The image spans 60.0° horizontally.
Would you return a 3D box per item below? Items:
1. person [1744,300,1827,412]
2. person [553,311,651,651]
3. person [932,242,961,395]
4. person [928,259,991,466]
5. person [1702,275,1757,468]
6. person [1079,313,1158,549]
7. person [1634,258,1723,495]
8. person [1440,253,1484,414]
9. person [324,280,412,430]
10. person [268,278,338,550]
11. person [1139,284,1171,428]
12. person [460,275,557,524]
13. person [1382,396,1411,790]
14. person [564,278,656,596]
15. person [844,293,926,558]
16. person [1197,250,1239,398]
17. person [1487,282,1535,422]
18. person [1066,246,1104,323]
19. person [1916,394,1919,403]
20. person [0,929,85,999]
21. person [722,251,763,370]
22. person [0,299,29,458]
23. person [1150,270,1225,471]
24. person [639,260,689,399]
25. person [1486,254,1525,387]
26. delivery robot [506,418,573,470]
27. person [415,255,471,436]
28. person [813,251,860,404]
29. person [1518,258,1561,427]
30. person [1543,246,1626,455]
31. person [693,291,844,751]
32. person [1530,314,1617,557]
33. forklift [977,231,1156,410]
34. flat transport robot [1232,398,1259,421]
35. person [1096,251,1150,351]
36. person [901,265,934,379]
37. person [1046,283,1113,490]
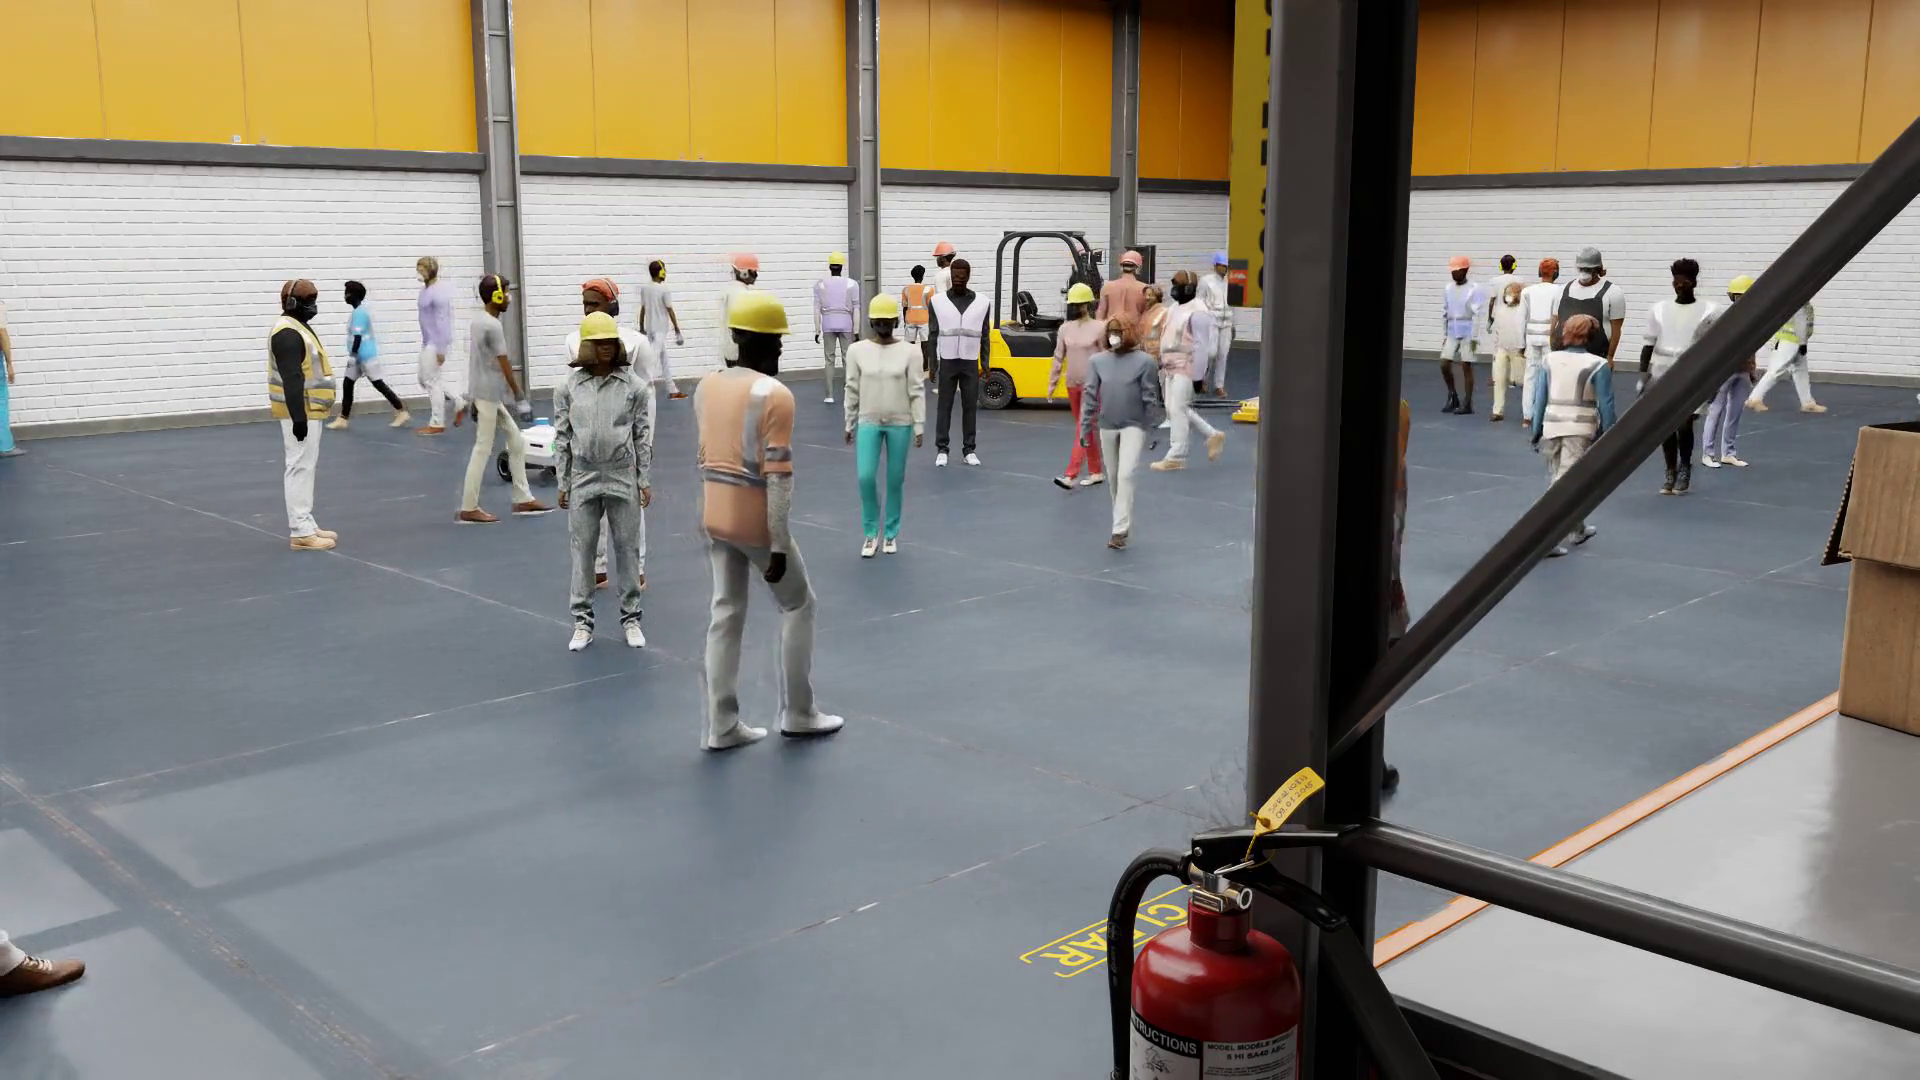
[{"bbox_3d":[9.999,-2.428,20.059,0.952,1.802,0.644,2,11,13],"label":"person"},{"bbox_3d":[-1.837,-0.299,8.579,0.493,1.746,0.282,-2,11,-12],"label":"person"},{"bbox_3d":[-0.195,-2.968,22.321,0.397,2.043,0.610,5,12,26],"label":"person"},{"bbox_3d":[-0.005,-1.646,15.458,0.590,1.916,0.389,-2,10,-8],"label":"person"},{"bbox_3d":[7.123,-1.541,15.297,0.533,1.767,0.327,-4,11,-20],"label":"person"},{"bbox_3d":[1.047,-0.730,11.320,0.516,1.602,0.754,6,12,29],"label":"person"},{"bbox_3d":[5.862,-1.325,13.611,0.616,1.944,0.505,9,13,39],"label":"person"},{"bbox_3d":[5.960,-2.442,19.807,0.477,1.914,0.580,-9,13,-39],"label":"person"},{"bbox_3d":[-6.535,-2.037,18.326,0.900,1.648,0.524,-5,12,-27],"label":"person"},{"bbox_3d":[-4.480,-0.858,11.376,0.429,1.839,0.629,-3,11,-15],"label":"person"},{"bbox_3d":[2.071,-2.001,18.261,0.850,1.594,0.530,-7,13,-35],"label":"person"},{"bbox_3d":[-3.366,-1.038,12.364,0.855,1.831,0.536,-4,11,-22],"label":"person"},{"bbox_3d":[1.499,0.034,6.282,0.607,1.917,0.578,-9,14,-42],"label":"person"},{"bbox_3d":[-2.085,-0.603,9.862,0.583,1.882,0.337,3,11,17],"label":"person"},{"bbox_3d":[-0.501,-0.748,10.996,0.552,1.742,0.621,0,10,1],"label":"person"},{"bbox_3d":[3.394,-2.842,21.928,0.631,1.930,0.447,-4,11,-23],"label":"person"},{"bbox_3d":[6.391,-2.173,19.178,0.739,1.606,0.505,-9,14,-42],"label":"person"},{"bbox_3d":[1.769,-3.063,23.019,0.636,1.974,0.434,-9,13,-39],"label":"person"},{"bbox_3d":[6.314,-0.568,10.467,0.704,1.599,0.531,2,10,8],"label":"person"},{"bbox_3d":[-2.980,0.420,4.361,0.984,1.863,0.643,-10,14,-42],"label":"person"},{"bbox_3d":[-2.136,-1.861,16.484,0.437,1.972,0.615,-6,12,-28],"label":"person"},{"bbox_3d":[-9.342,-1.687,15.907,0.593,1.835,0.445,0,10,1],"label":"person"},{"bbox_3d":[2.091,-1.540,15.133,0.674,1.827,0.635,-2,11,-12],"label":"person"},{"bbox_3d":[-3.883,-2.669,21.319,0.524,1.825,0.990,9,14,40],"label":"person"},{"bbox_3d":[7.677,-3.075,23.401,0.517,1.865,0.328,2,11,11],"label":"person"},{"bbox_3d":[-3.598,-0.813,14.378,0.707,0.478,0.477,8,13,38],"label":"delivery robot"},{"bbox_3d":[-5.564,-2.072,17.773,0.568,1.919,0.642,-6,12,-30],"label":"person"},{"bbox_3d":[-1.565,-2.688,21.108,0.589,1.928,0.385,0,10,-3],"label":"person"},{"bbox_3d":[6.463,-2.171,18.414,0.575,1.882,0.360,9,14,42],"label":"person"},{"bbox_3d":[5.982,-1.809,16.011,0.682,2.000,0.538,8,13,38],"label":"person"},{"bbox_3d":[-0.806,-0.079,6.964,0.588,1.904,0.722,8,13,39],"label":"person"},{"bbox_3d":[4.161,-0.702,11.137,0.807,1.599,0.545,-7,12,-33],"label":"person"},{"bbox_3d":[1.222,-2.721,20.561,2.313,2.155,1.214,2,11,13],"label":"forklift"},{"bbox_3d":[3.709,-1.542,19.381,0.652,0.197,1.431,5,12,27],"label":"flat transport robot"},{"bbox_3d":[1.831,-2.227,18.529,0.679,1.949,0.858,3,11,13],"label":"person"},{"bbox_3d":[-0.618,-3.232,24.726,0.532,1.694,0.320,4,11,21],"label":"person"},{"bbox_3d":[0.972,-1.274,13.936,0.554,1.719,0.880,9,14,39],"label":"person"}]
